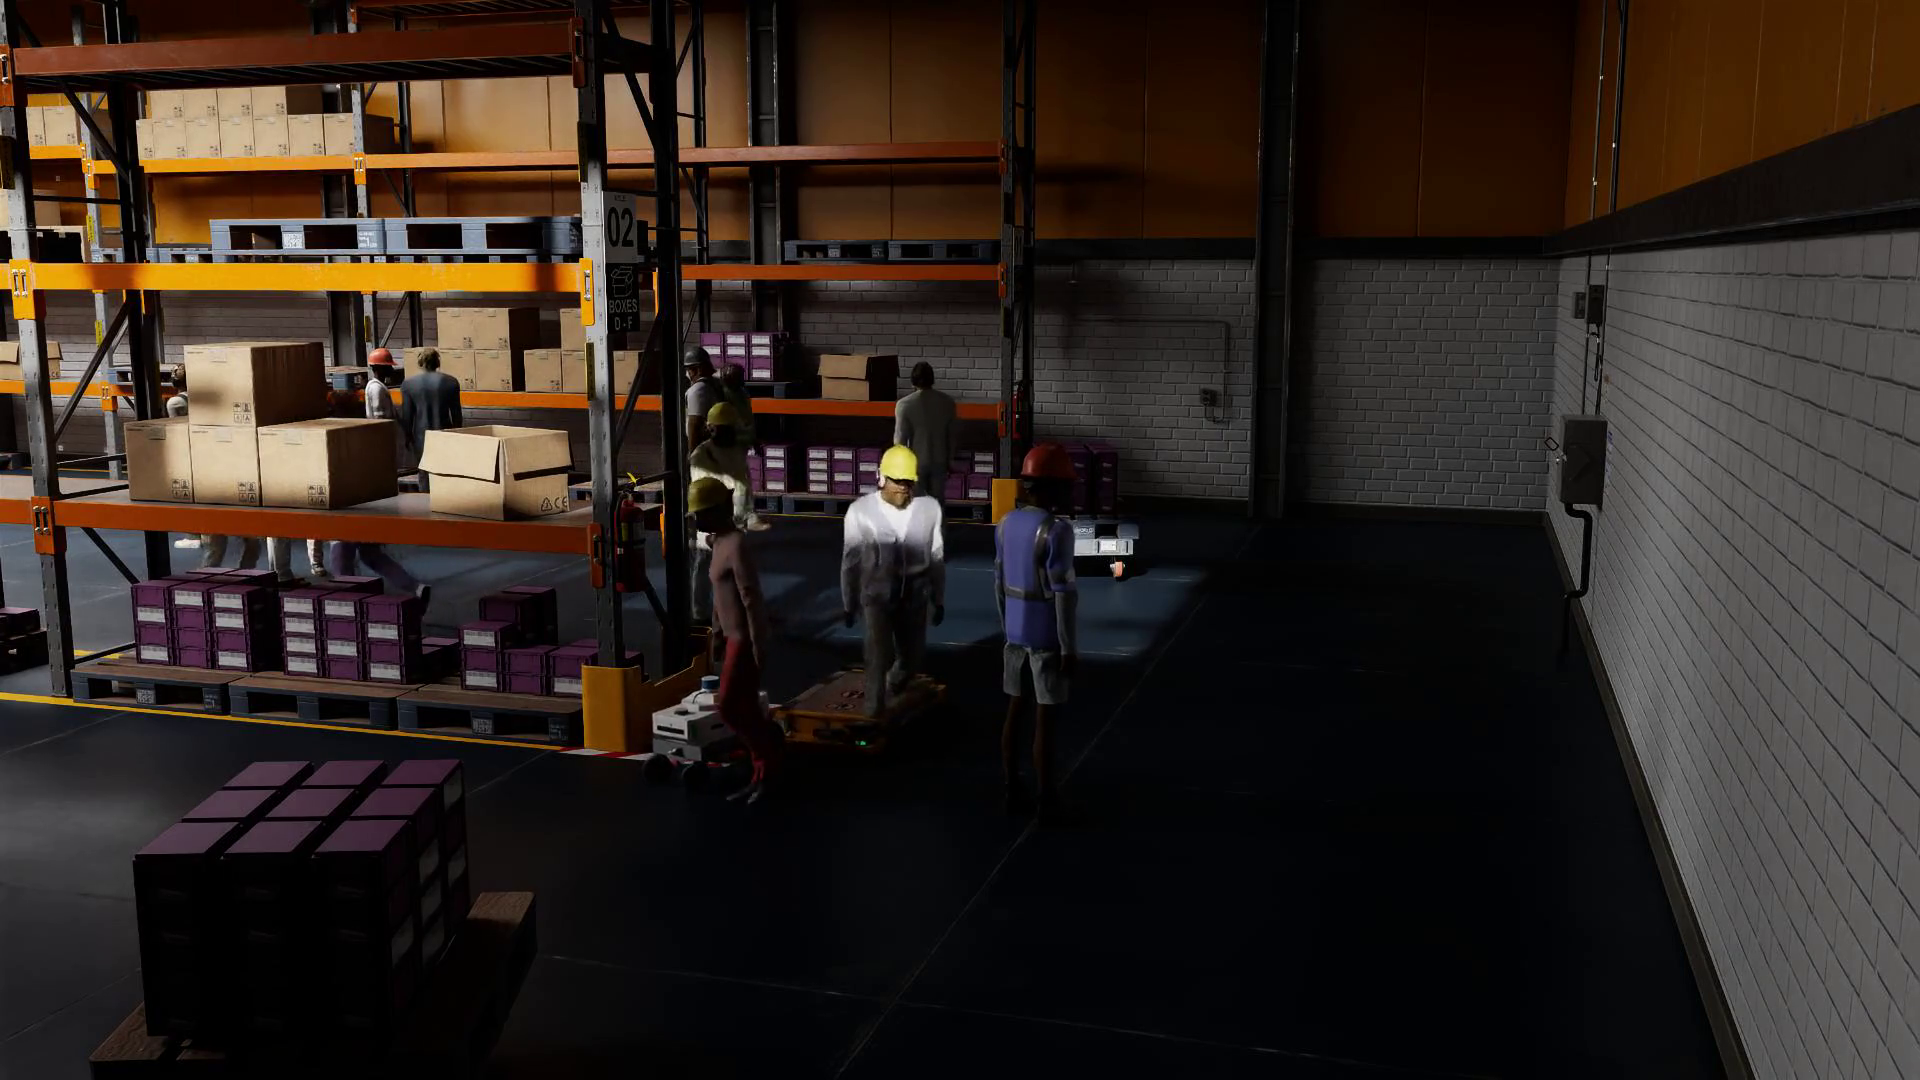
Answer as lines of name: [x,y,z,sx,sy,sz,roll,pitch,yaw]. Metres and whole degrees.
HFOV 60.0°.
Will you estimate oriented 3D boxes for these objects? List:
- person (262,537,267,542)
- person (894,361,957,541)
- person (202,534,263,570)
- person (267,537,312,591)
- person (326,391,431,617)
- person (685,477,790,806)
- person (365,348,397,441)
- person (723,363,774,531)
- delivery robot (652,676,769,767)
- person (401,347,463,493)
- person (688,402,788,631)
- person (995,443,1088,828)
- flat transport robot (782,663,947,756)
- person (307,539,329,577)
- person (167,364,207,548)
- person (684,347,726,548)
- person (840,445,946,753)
person: [-7.148,-0.898,17.058,0.430,1.845,0.619,0,9,3]
person: [-0.336,-0.706,15.629,0.632,1.932,0.367,-5,10,-27]
person: [-6.059,-0.239,13.759,0.507,1.599,0.540,1,9,4]
person: [-5.905,-0.494,14.469,0.351,1.882,0.581,-5,11,-30]
person: [-4.604,-0.228,12.882,0.792,1.876,0.658,0,9,2]
person: [-1.183,0.533,8.679,0.462,1.719,0.578,-3,10,-17]
person: [-6.247,-1.107,18.045,0.350,1.935,0.552,-4,10,-22]
person: [-2.447,-1.007,17.861,0.926,1.804,0.623,3,10,17]
delivery robot: [-1.370,0.993,9.157,0.477,0.478,0.707,5,11,29]
person: [-5.797,-1.152,18.309,0.635,1.937,0.352,-4,10,-21]
person: [-1.731,-0.143,12.606,0.902,1.787,0.613,6,11,31]
person: [0.411,0.474,8.410,0.376,1.934,0.547,-7,12,-36]
flat transport robot: [-0.603,1.016,10.166,0.652,0.197,1.431,3,10,17]
person: [-5.978,-0.637,15.013,0.614,1.988,0.396,-5,10,-27]
person: [-7.724,-0.838,16.680,0.348,1.847,0.505,3,10,17]
person: [-2.627,-0.948,16.757,0.535,2.000,0.686,2,10,11]
person: [-0.407,0.318,9.774,0.631,1.797,0.642,-3,10,-17]
